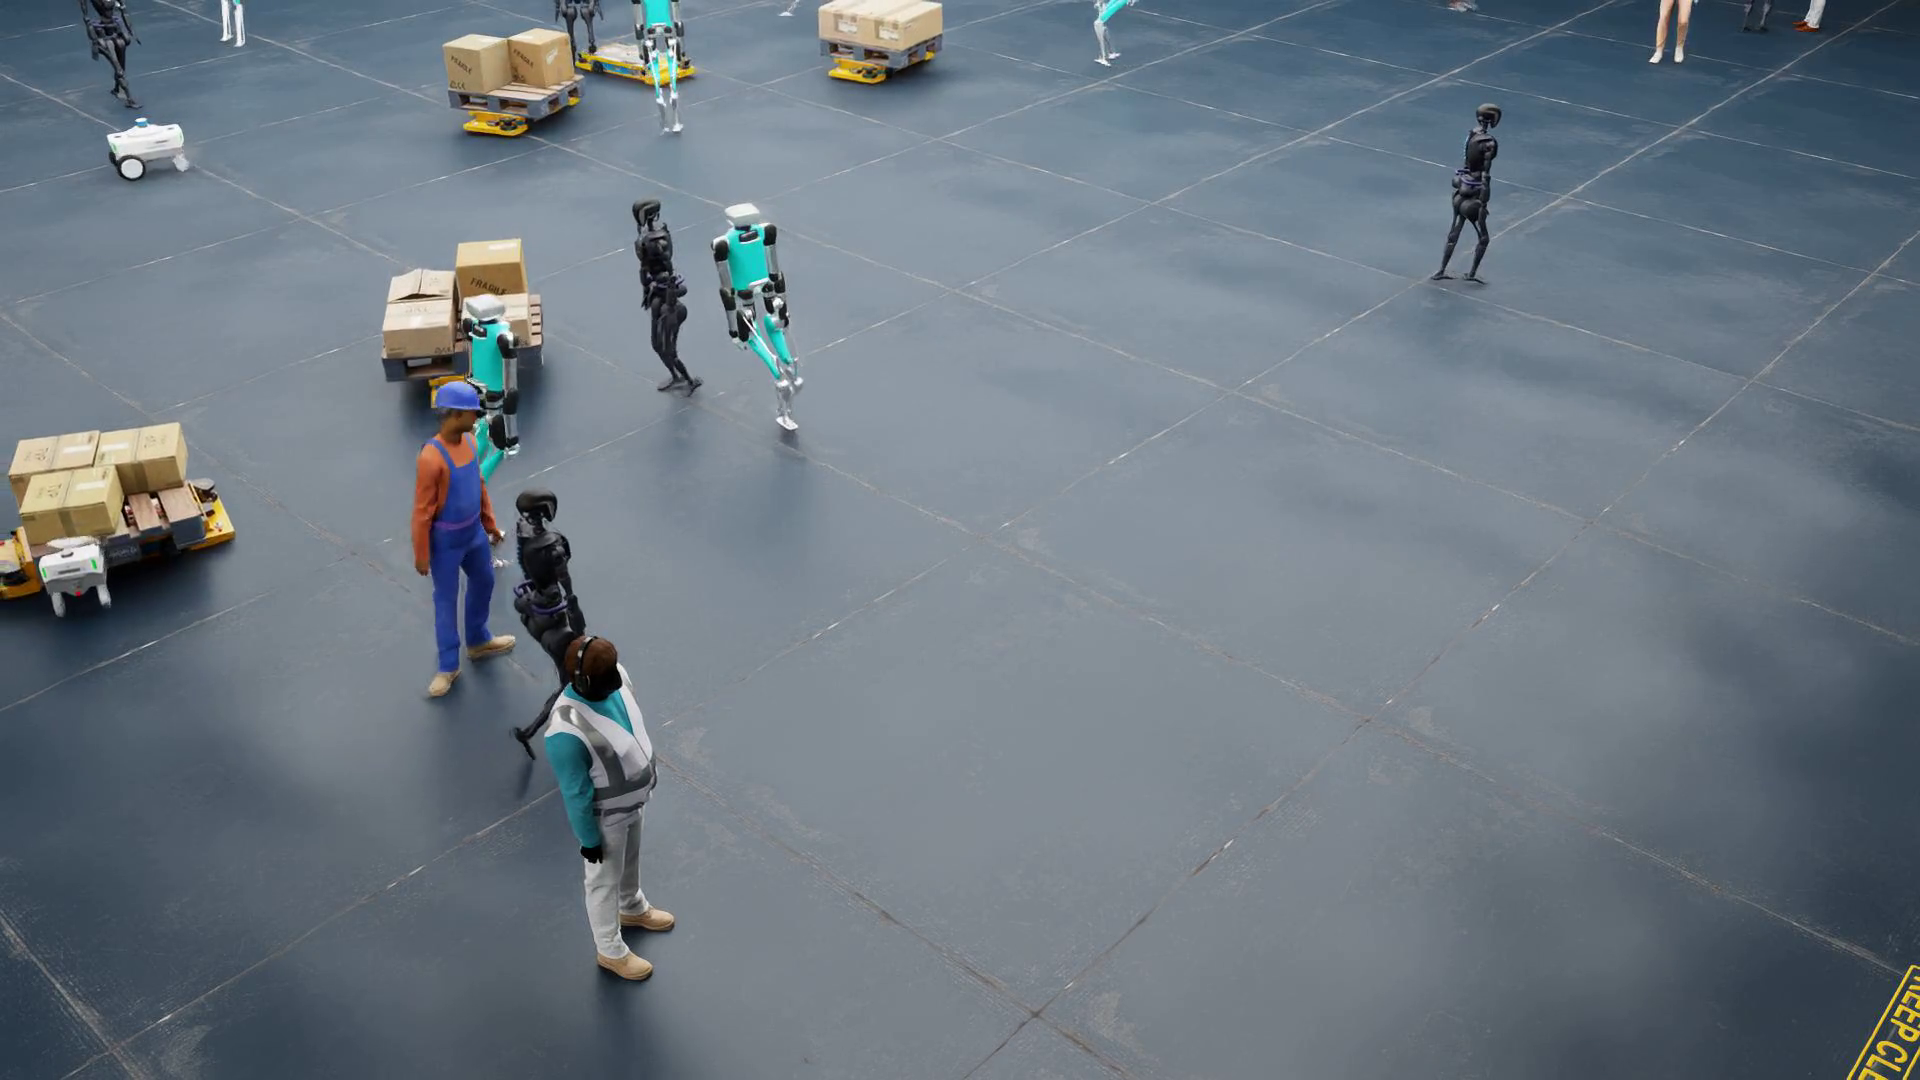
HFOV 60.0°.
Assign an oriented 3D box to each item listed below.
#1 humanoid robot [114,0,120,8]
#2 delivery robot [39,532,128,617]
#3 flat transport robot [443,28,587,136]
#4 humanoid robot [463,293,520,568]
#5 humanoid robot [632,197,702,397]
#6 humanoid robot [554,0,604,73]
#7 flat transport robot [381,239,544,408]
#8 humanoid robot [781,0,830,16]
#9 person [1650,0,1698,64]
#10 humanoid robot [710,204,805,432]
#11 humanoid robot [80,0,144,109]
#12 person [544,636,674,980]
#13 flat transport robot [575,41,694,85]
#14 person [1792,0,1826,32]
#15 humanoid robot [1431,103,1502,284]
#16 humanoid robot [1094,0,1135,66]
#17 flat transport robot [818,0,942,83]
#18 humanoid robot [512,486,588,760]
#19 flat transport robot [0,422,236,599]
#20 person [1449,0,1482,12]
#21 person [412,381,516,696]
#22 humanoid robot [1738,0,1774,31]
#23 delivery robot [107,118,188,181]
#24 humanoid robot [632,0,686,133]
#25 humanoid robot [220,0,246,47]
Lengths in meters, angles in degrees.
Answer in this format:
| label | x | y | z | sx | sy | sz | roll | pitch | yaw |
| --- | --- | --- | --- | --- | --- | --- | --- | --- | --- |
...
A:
| label | x | y | z | sx | sy | sz | roll | pitch | yaw |
| --- | --- | --- | --- | --- | --- | --- | --- | --- | --- |
| humanoid robot | -11.883 | -8.172 | 22.962 | 0.722 | 1.837 | 0.530 | 19 | 37 | 28 |
| delivery robot | -5.705 | 0.092 | 10.749 | 0.499 | 0.610 | 0.808 | -11 | 34 | -18 |
| flat transport robot | -5.048 | -4.972 | 19.160 | 0.659 | 0.231 | 1.431 | 11 | 34 | 17 |
| humanoid robot | -3.193 | -0.657 | 10.833 | 0.605 | 1.780 | 0.823 | 28 | 41 | 37 |
| humanoid robot | -2.276 | -1.873 | 12.854 | 0.380 | 1.657 | 0.592 | -20 | 37 | -29 |
| humanoid robot | -4.694 | -6.592 | 20.436 | 0.600 | 1.646 | 0.394 | -5 | 32 | -8 |
| flat transport robot | -3.988 | -1.478 | 13.535 | 0.659 | 0.231 | 1.431 | -6 | 32 | -10 |
| humanoid robot | -2.023 | -7.944 | 22.601 | 1.003 | 1.776 | 0.531 | 7 | 33 | 12 |
| person | 8.958 | -6.899 | 20.747 | 0.544 | 1.869 | 0.427 | 19 | 36 | 27 |
| humanoid robot | -1.396 | -1.542 | 12.272 | 0.555 | 1.769 | 0.843 | -24 | 39 | -33 |
| humanoid robot | -9.888 | -5.874 | 19.338 | 0.789 | 1.637 | 0.616 | 16 | 35 | 24 |
| person | -1.609 | 1.213 | 7.710 | 0.429 | 1.842 | 0.632 | 6 | 32 | 10 |
| flat transport robot | -4.064 | -5.940 | 20.719 | 1.431 | 0.231 | 0.659 | 20 | 37 | 29 |
| person | 11.467 | -7.696 | 22.079 | 0.362 | 1.825 | 0.495 | 11 | 33 | 17 |
| humanoid robot | 4.561 | -3.081 | 14.788 | 0.478 | 1.645 | 0.589 | -2 | 32 | -4 |
| humanoid robot | 1.888 | -6.866 | 20.816 | 0.864 | 1.770 | 0.606 | -10 | 33 | -15 |
| flat transport robot | -0.967 | -6.014 | 20.838 | 0.659 | 0.231 | 1.431 | 18 | 36 | 26 |
| humanoid robot | -2.312 | 0.433 | 9.139 | 0.579 | 1.640 | 0.586 | -26 | 40 | -35 |
| flat transport robot | -5.706 | -0.029 | 11.200 | 1.431 | 0.231 | 0.659 | -18 | 36 | -27 |
| person | 7.084 | -8.178 | 22.875 | 0.545 | 1.792 | 0.565 | -23 | 39 | -33 |
| person | -2.957 | 0.017 | 9.625 | 0.376 | 1.873 | 0.700 | 12 | 34 | 18 |
| humanoid robot | 10.693 | -7.596 | 22.057 | 0.358 | 1.648 | 0.585 | -21 | 37 | -30 |
| delivery robot | -8.589 | -4.145 | 17.544 | 0.752 | 0.581 | 0.504 | -18 | 36 | -27 |
| humanoid robot | -3.278 | -5.279 | 18.282 | 0.550 | 1.805 | 0.753 | -5 | 32 | -8 |
| humanoid robot | -9.565 | -7.330 | 21.529 | 0.539 | 1.766 | 0.677 | 3 | 32 | 4 |
